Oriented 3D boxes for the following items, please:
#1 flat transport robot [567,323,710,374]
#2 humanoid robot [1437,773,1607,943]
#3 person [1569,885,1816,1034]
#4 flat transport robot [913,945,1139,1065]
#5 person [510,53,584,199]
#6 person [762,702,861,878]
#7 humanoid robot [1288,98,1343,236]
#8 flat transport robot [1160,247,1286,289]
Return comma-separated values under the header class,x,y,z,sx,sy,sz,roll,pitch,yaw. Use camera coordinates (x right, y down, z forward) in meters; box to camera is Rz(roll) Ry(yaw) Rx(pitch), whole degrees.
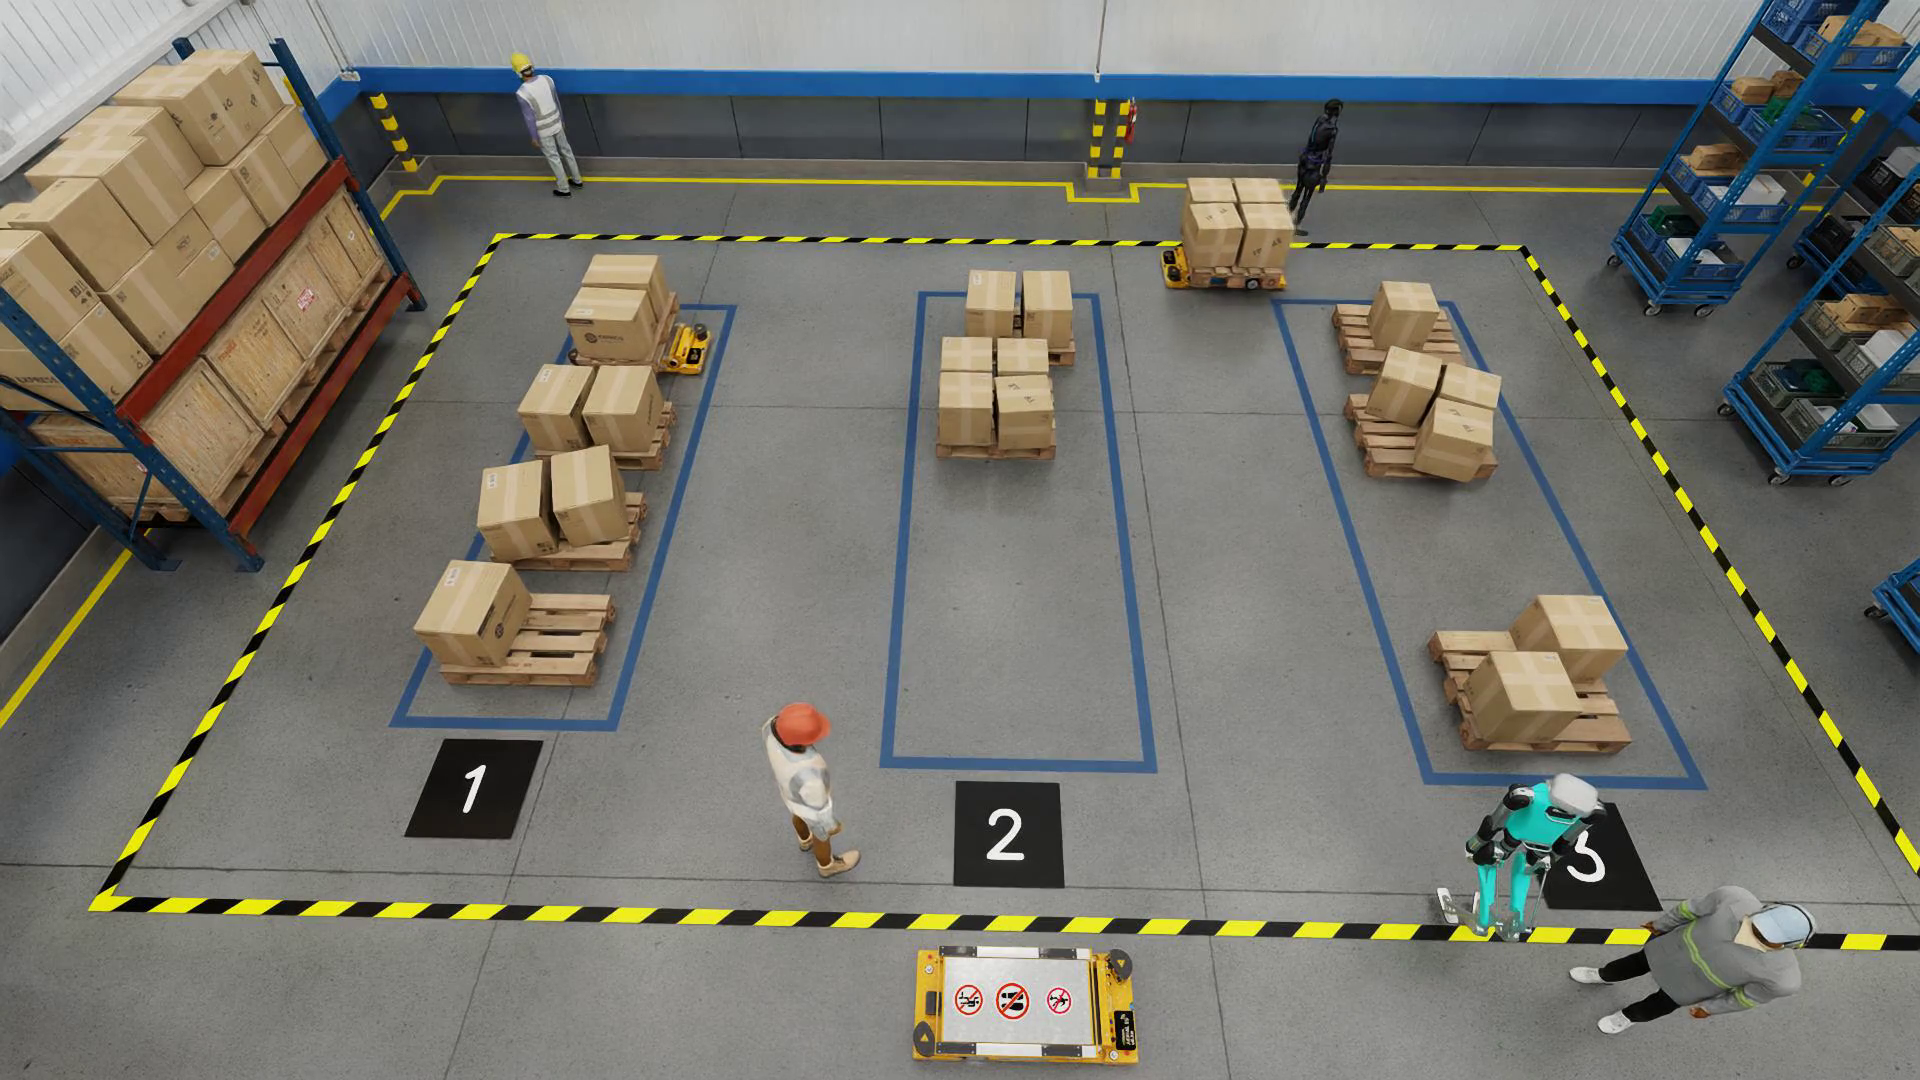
class,x,y,z,sx,sy,sz,roll,pitch,yaw
flat transport robot,-3.573,-2.149,10.220,1.431,0.197,0.652,1,51,1
humanoid robot,3.480,2.117,5.726,0.533,1.677,0.735,10,51,8
person,4.319,2.506,5.422,0.370,1.852,0.588,-6,51,-5
flat transport robot,0.422,3.041,6.007,1.431,0.231,0.659,1,51,1
person,-5.341,-5.323,11.823,0.404,1.822,0.586,22,54,17
person,-0.967,1.637,6.014,0.398,2.032,0.610,-30,57,-22
humanoid robot,4.365,-4.616,11.328,0.315,1.659,0.599,-7,51,-6
flat transport robot,3.217,-3.358,11.205,1.431,0.197,0.652,1,51,1
